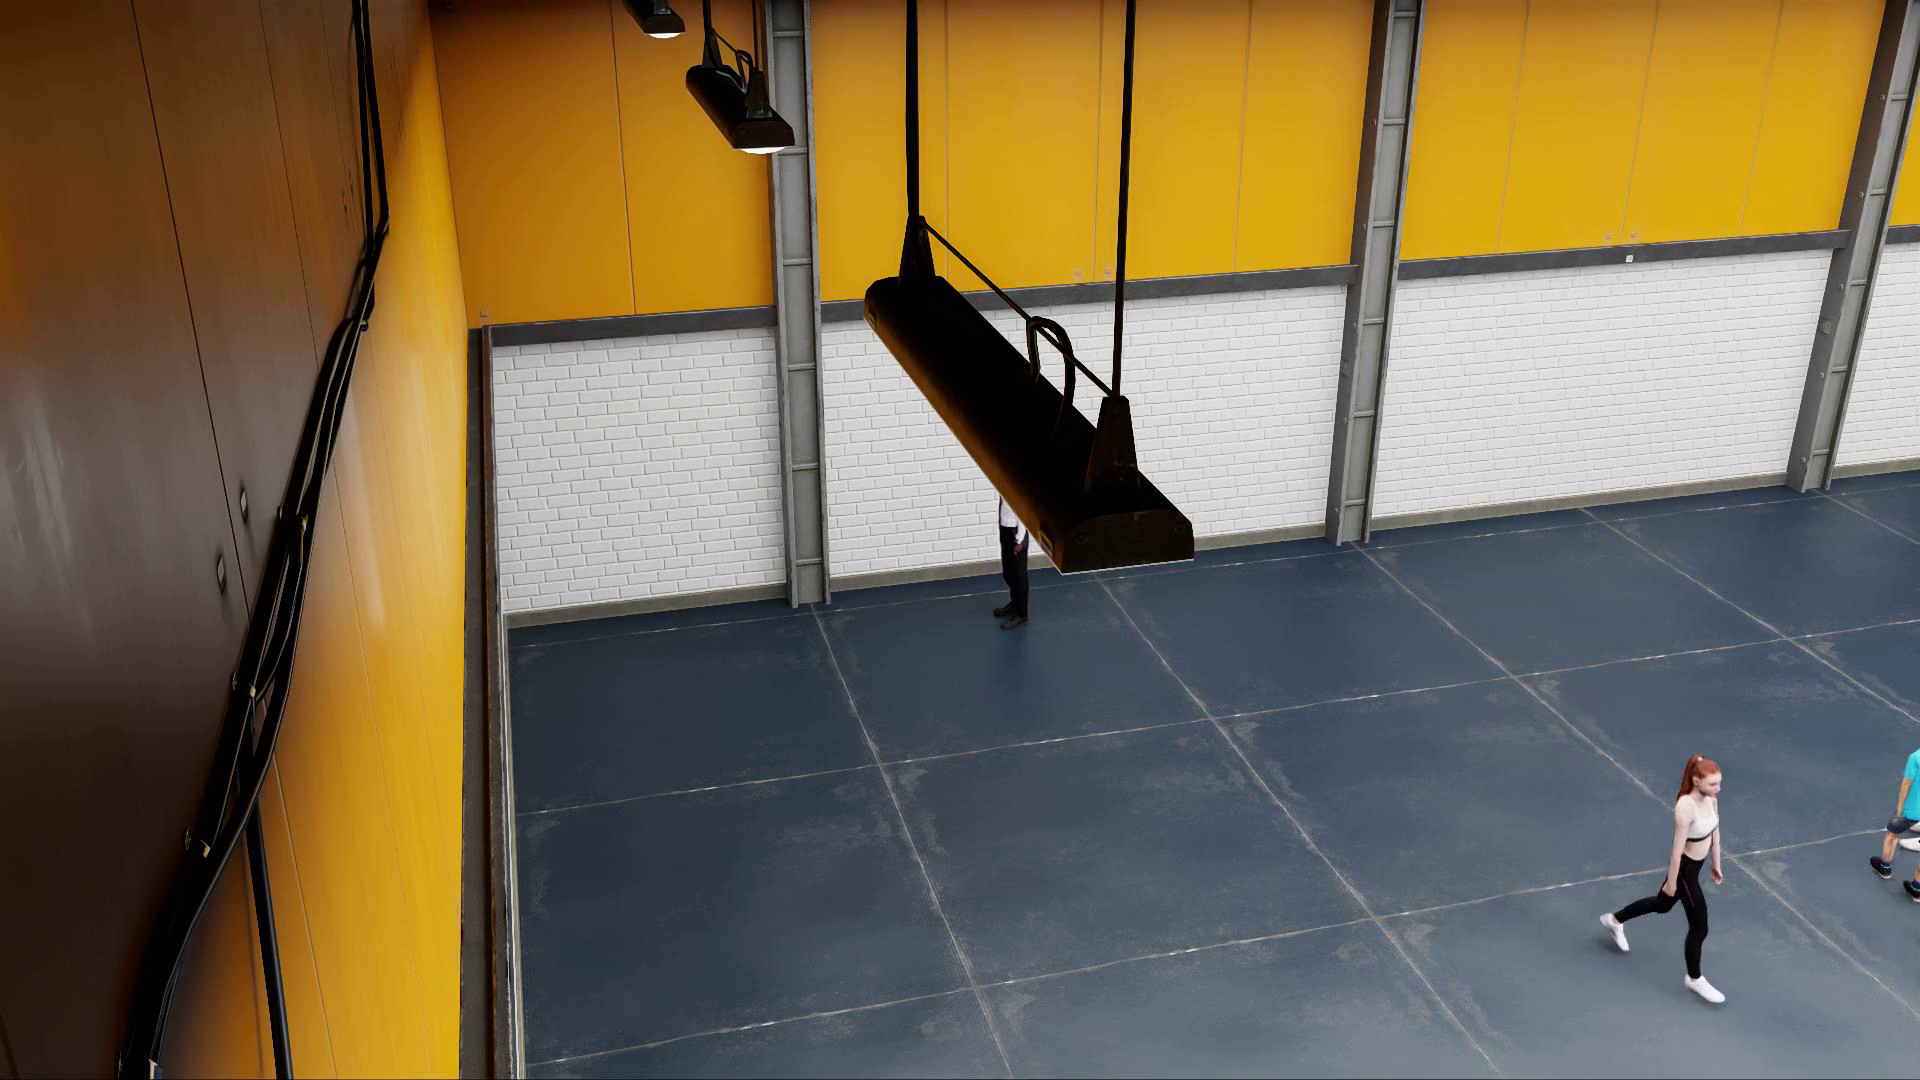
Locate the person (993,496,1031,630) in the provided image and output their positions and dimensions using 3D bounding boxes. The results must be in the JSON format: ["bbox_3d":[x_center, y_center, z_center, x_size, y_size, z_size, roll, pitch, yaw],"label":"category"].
[{"bbox_3d":[0.539,-0.046,16.095,0.549,1.835,0.648,-4,24,-10],"label":"person"}]

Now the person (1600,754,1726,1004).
[{"bbox_3d":[4.782,2.187,11.141,1.158,1.712,1.027,-22,32,-40],"label":"person"}]

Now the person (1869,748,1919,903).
[{"bbox_3d":[6.982,1.962,12.011,0.766,1.428,0.755,4,24,9],"label":"person"}]
